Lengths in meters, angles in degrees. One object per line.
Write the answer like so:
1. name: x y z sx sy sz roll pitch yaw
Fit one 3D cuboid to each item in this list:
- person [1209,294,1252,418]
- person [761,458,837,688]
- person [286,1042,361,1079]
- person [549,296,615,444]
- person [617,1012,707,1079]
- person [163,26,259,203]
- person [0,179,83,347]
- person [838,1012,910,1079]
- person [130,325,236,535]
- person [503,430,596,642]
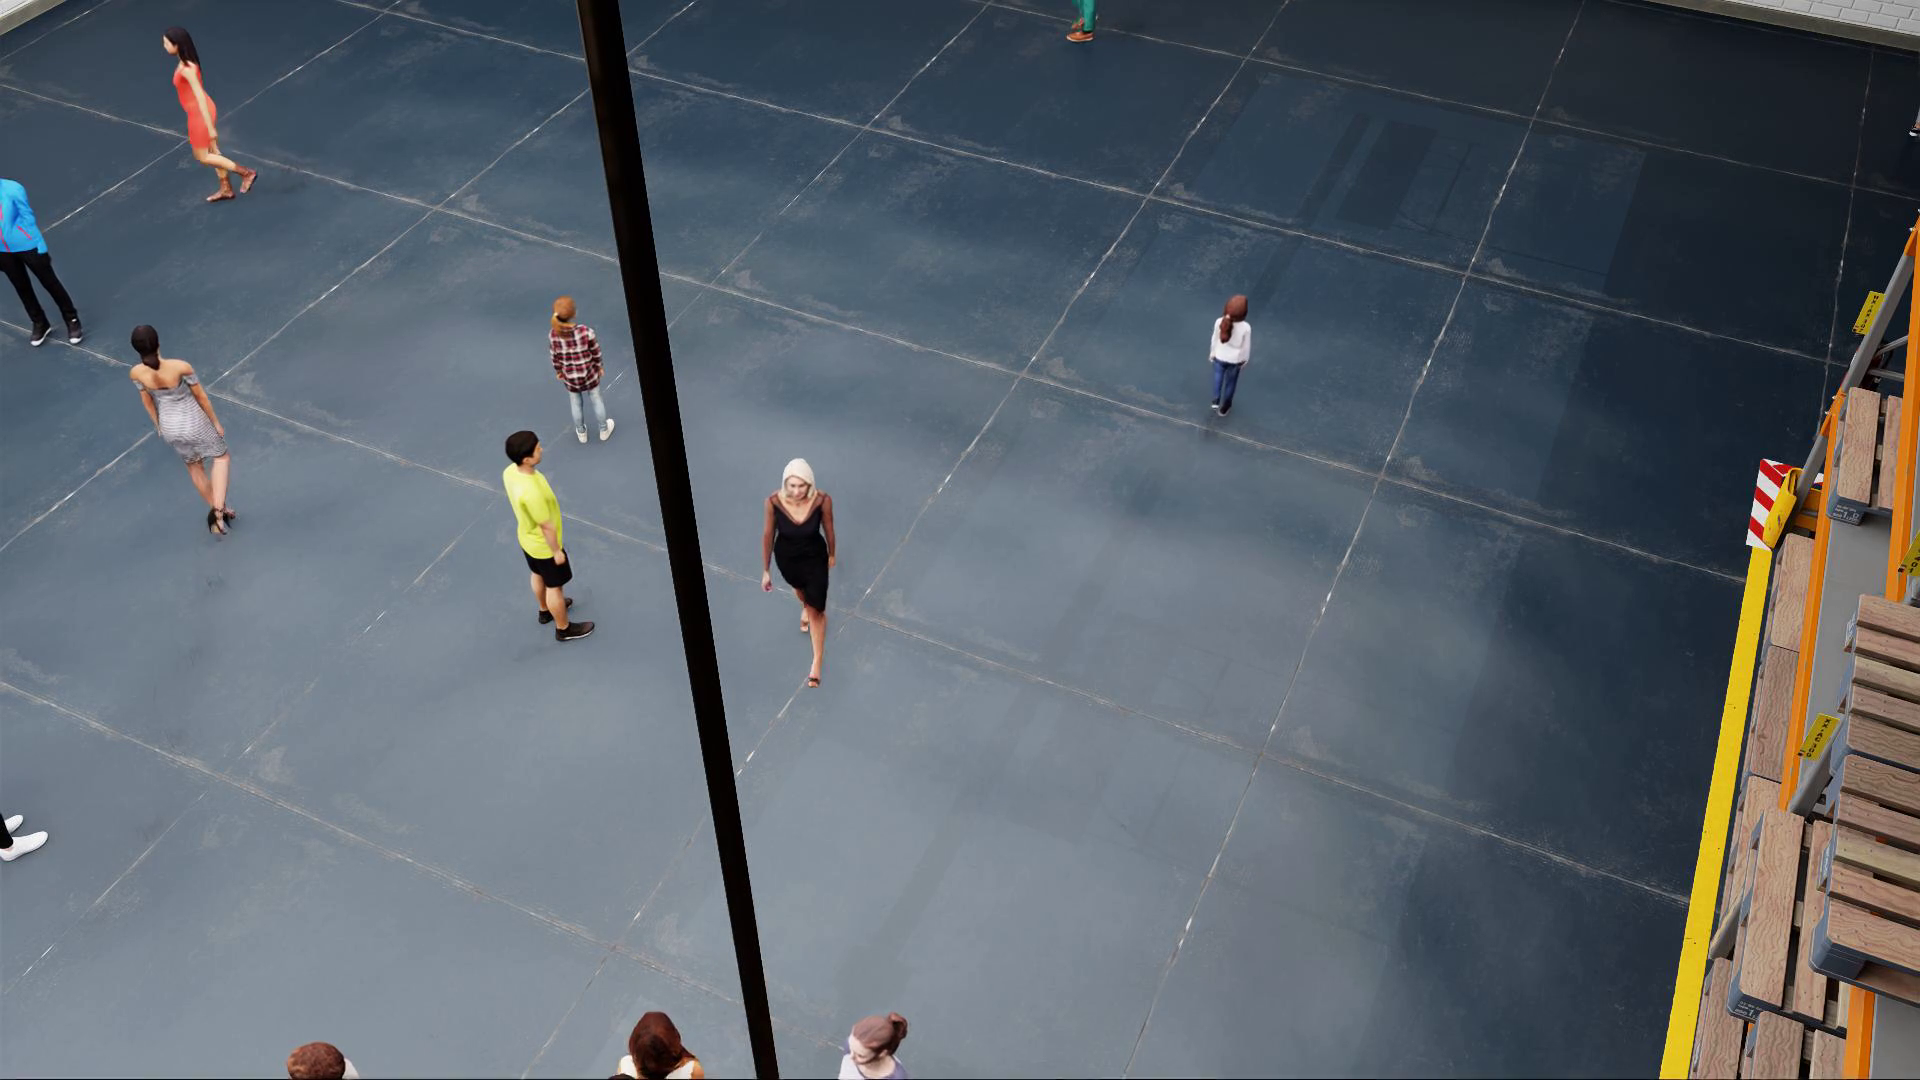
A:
1. person: 2.079 -1.419 12.944 0.450 1.103 0.480 16 46 16
2. person: -1.038 0.068 10.952 0.864 1.697 1.135 3 44 3
3. person: -2.815 2.909 7.824 0.743 1.899 0.739 -25 49 -24
4. person: -2.897 -1.290 12.660 0.606 1.306 0.632 -3 44 -3
5. person: -1.388 2.898 7.925 0.668 1.775 0.726 7 44 7
6. person: -6.780 -3.842 15.049 0.874 1.706 0.812 -16 46 -16
7. person: -7.611 -2.380 13.451 0.695 1.795 0.713 -5 44 -5
8. person: -0.391 2.799 8.035 0.649 1.766 0.652 34 53 30
9. person: -5.433 -0.712 11.685 0.789 1.815 0.853 -4 44 -4
10. person: -2.793 -0.027 11.044 0.706 1.708 0.705 -26 49 -25
